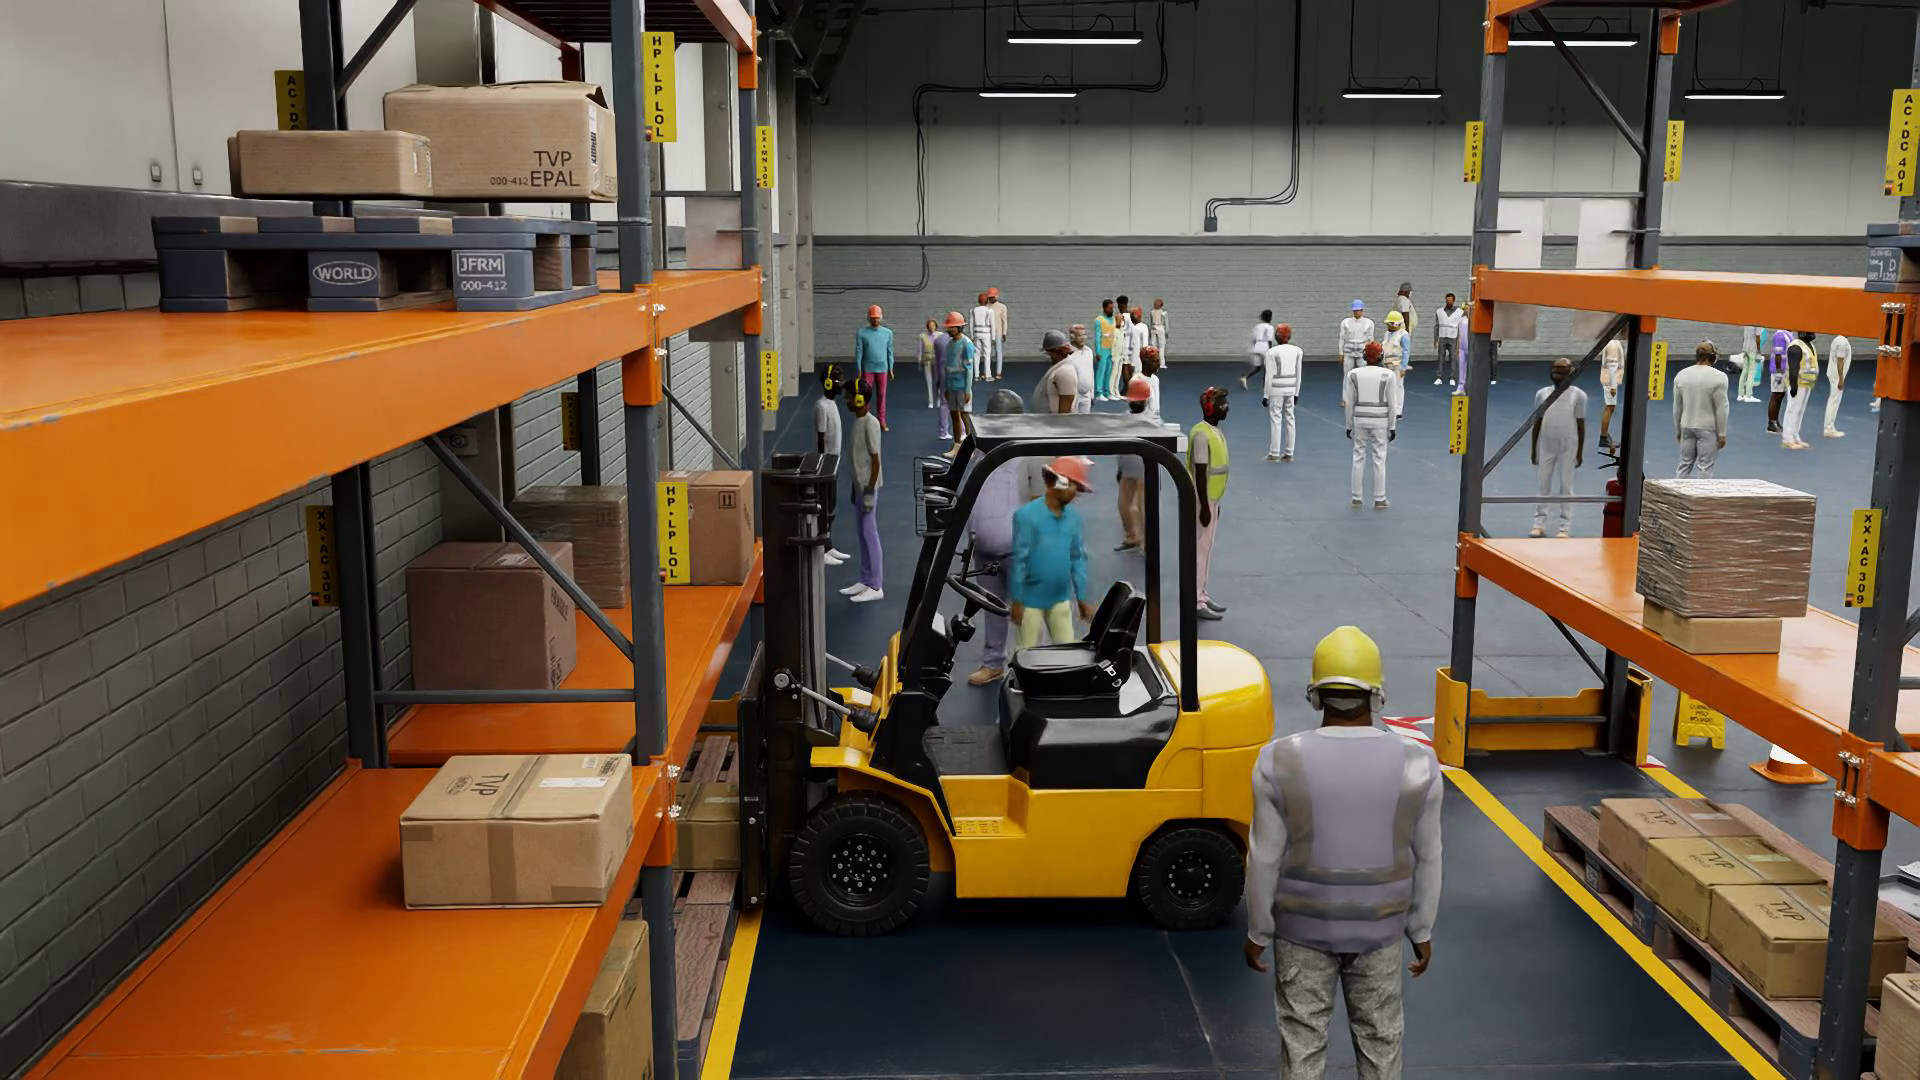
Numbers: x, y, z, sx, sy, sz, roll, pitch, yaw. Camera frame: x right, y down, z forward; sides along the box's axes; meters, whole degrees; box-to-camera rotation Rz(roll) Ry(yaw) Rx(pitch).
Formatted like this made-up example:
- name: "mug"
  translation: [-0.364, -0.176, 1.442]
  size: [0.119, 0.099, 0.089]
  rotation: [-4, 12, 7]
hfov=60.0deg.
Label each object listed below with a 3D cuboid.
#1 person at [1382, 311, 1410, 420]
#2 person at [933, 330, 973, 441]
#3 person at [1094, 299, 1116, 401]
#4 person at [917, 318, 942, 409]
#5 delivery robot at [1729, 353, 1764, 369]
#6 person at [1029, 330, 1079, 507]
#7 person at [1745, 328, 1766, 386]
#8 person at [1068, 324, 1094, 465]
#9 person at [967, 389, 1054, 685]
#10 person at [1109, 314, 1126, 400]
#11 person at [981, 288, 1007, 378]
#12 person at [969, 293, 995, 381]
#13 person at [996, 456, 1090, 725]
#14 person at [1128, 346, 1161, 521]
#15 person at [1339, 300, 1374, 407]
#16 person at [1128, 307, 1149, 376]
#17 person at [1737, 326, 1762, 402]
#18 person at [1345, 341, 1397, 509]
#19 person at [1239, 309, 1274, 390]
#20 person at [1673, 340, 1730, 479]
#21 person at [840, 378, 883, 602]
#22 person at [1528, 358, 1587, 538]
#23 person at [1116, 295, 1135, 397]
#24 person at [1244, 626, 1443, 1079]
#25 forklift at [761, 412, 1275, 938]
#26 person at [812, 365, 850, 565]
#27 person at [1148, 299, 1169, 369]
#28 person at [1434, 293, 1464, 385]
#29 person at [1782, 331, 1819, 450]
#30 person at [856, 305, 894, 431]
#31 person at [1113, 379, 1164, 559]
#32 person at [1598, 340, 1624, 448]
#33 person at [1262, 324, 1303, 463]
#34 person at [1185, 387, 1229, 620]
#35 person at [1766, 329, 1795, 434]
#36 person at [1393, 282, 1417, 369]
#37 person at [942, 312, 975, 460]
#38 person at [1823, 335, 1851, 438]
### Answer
- name: "person"
  translation: [7.286, -2.924, 27.945]
  size: [0.404, 1.827, 0.590]
  rotation: [-4, 11, -22]
- name: "person"
  translation: [-0.084, -2.440, 25.061]
  size: [0.648, 1.899, 0.400]
  rotation: [6, 12, 31]
- name: "person"
  translation: [2.737, -3.568, 31.304]
  size: [0.388, 1.915, 0.590]
  rotation: [9, 14, 41]
- name: "person"
  translation: [-0.511, -3.152, 29.780]
  size: [0.529, 1.618, 0.579]
  rotation: [1, 10, 6]
- name: "delivery robot"
  translation: [17.784, -4.068, 37.590]
  size: [0.477, 0.478, 0.707]
  rotation: [-5, 11, -29]
- name: "person"
  translation: [1.031, -1.295, 18.274]
  size: [0.536, 2.000, 0.677]
  rotation: [0, 10, -1]
- name: "person"
  translation: [16.558, -4.114, 34.571]
  size: [0.361, 1.834, 0.519]
  rotation: [5, 12, 28]
- name: "person"
  translation: [1.561, -1.917, 22.148]
  size: [0.651, 1.900, 0.400]
  rotation: [-9, 13, -40]
- name: "person"
  translation: [0.298, 0.000, 11.060]
  size: [0.686, 2.000, 0.535]
  rotation: [10, 14, 44]
- name: "person"
  translation: [2.982, -3.462, 31.484]
  size: [0.268, 1.631, 0.509]
  rotation: [6, 12, 29]
- name: "person"
  translation: [0.721, -4.528, 36.434]
  size: [0.609, 1.988, 0.392]
  rotation: [4, 11, 19]
- name: "person"
  translation: [0.488, -4.353, 35.743]
  size: [0.585, 1.882, 0.337]
  rotation: [4, 11, 23]
- name: "person"
  translation: [0.534, 0.343, 10.101]
  size: [0.592, 1.699, 0.398]
  rotation: [-8, 13, -39]
- name: "person"
  translation: [1.981, -1.148, 17.930]
  size: [0.353, 1.877, 0.573]
  rotation: [6, 12, 30]
- name: "person"
  translation: [7.151, -3.363, 30.053]
  size: [0.612, 1.947, 0.388]
  rotation: [3, 11, 14]
- name: "person"
  translation: [3.040, -3.043, 28.444]
  size: [0.362, 1.887, 0.575]
  rotation: [5, 11, 24]
- name: "person"
  translation: [14.835, -3.515, 31.147]
  size: [0.327, 1.863, 0.511]
  rotation: [-1, 10, -7]
- name: "person"
  translation: [4.610, -1.287, 18.659]
  size: [0.574, 1.887, 0.355]
  rotation: [5, 12, 28]
- name: "person"
  translation: [5.910, -3.717, 32.796]
  size: [0.653, 1.672, 0.555]
  rotation: [-5, 11, -28]
- name: "person"
  translation: [7.955, -1.172, 17.872]
  size: [0.372, 1.940, 0.631]
  rotation: [-7, 12, -32]
- name: "person"
  translation: [-0.814, -0.417, 13.879]
  size: [0.328, 1.865, 0.517]
  rotation: [-3, 11, -16]
- name: "person"
  translation: [5.988, -0.906, 16.687]
  size: [0.509, 1.838, 0.342]
  rotation: [6, 12, 32]
- name: "person"
  translation: [3.165, -3.734, 32.094]
  size: [0.392, 1.957, 0.607]
  rotation: [5, 11, 26]
- name: "person"
  translation: [1.169, 1.169, 5.136]
  size: [0.600, 1.827, 0.404]
  rotation: [0, 10, 0]
- name: "forklift"
  translation: [0.291, 0.548, 7.580]
  size: [2.313, 2.155, 1.214]
  rotation: [0, 10, -2]
- name: "person"
  translation: [-1.214, -0.697, 15.457]
  size: [0.316, 1.860, 0.513]
  rotation: [1, 10, 7]
- name: "person"
  translation: [4.687, -4.871, 39.304]
  size: [0.514, 1.645, 0.309]
  rotation: [6, 12, 30]
- name: "person"
  translation: [10.235, -4.208, 34.846]
  size: [0.592, 1.919, 0.392]
  rotation: [5, 11, 24]
- name: "person"
  translation: [12.166, -2.233, 24.053]
  size: [0.429, 1.842, 0.633]
  rotation: [10, 14, 43]
- name: "person"
  translation: [-1.334, -2.694, 26.197]
  size: [0.613, 1.994, 0.395]
  rotation: [-3, 11, -17]
- name: "person"
  translation: [1.672, -0.663, 15.663]
  size: [0.456, 1.720, 0.594]
  rotation: [-9, 13, -40]
- name: "person"
  translation: [9.526, -2.298, 24.202]
  size: [0.391, 1.923, 0.549]
  rotation: [4, 11, 20]
- name: "person"
  translation: [4.360, -1.985, 22.559]
  size: [0.575, 1.883, 0.355]
  rotation: [-5, 11, -25]
- name: "person"
  translation: [1.958, -0.304, 13.290]
  size: [0.393, 1.847, 0.563]
  rotation: [3, 11, 17]
- name: "person"
  translation: [12.868, -2.646, 26.007]
  size: [0.368, 1.967, 0.600]
  rotation: [8, 13, 39]
- name: "person"
  translation: [10.477, -5.035, 39.109]
  size: [0.539, 2.000, 0.689]
  rotation: [-1, 10, -4]
- name: "person"
  translation: [-0.045, -2.103, 22.814]
  size: [0.417, 2.034, 0.603]
  rotation: [-7, 12, -34]
- name: "person"
  translation: [13.452, -2.478, 25.445]
  size: [0.346, 1.838, 0.502]
  rotation: [4, 11, 22]
